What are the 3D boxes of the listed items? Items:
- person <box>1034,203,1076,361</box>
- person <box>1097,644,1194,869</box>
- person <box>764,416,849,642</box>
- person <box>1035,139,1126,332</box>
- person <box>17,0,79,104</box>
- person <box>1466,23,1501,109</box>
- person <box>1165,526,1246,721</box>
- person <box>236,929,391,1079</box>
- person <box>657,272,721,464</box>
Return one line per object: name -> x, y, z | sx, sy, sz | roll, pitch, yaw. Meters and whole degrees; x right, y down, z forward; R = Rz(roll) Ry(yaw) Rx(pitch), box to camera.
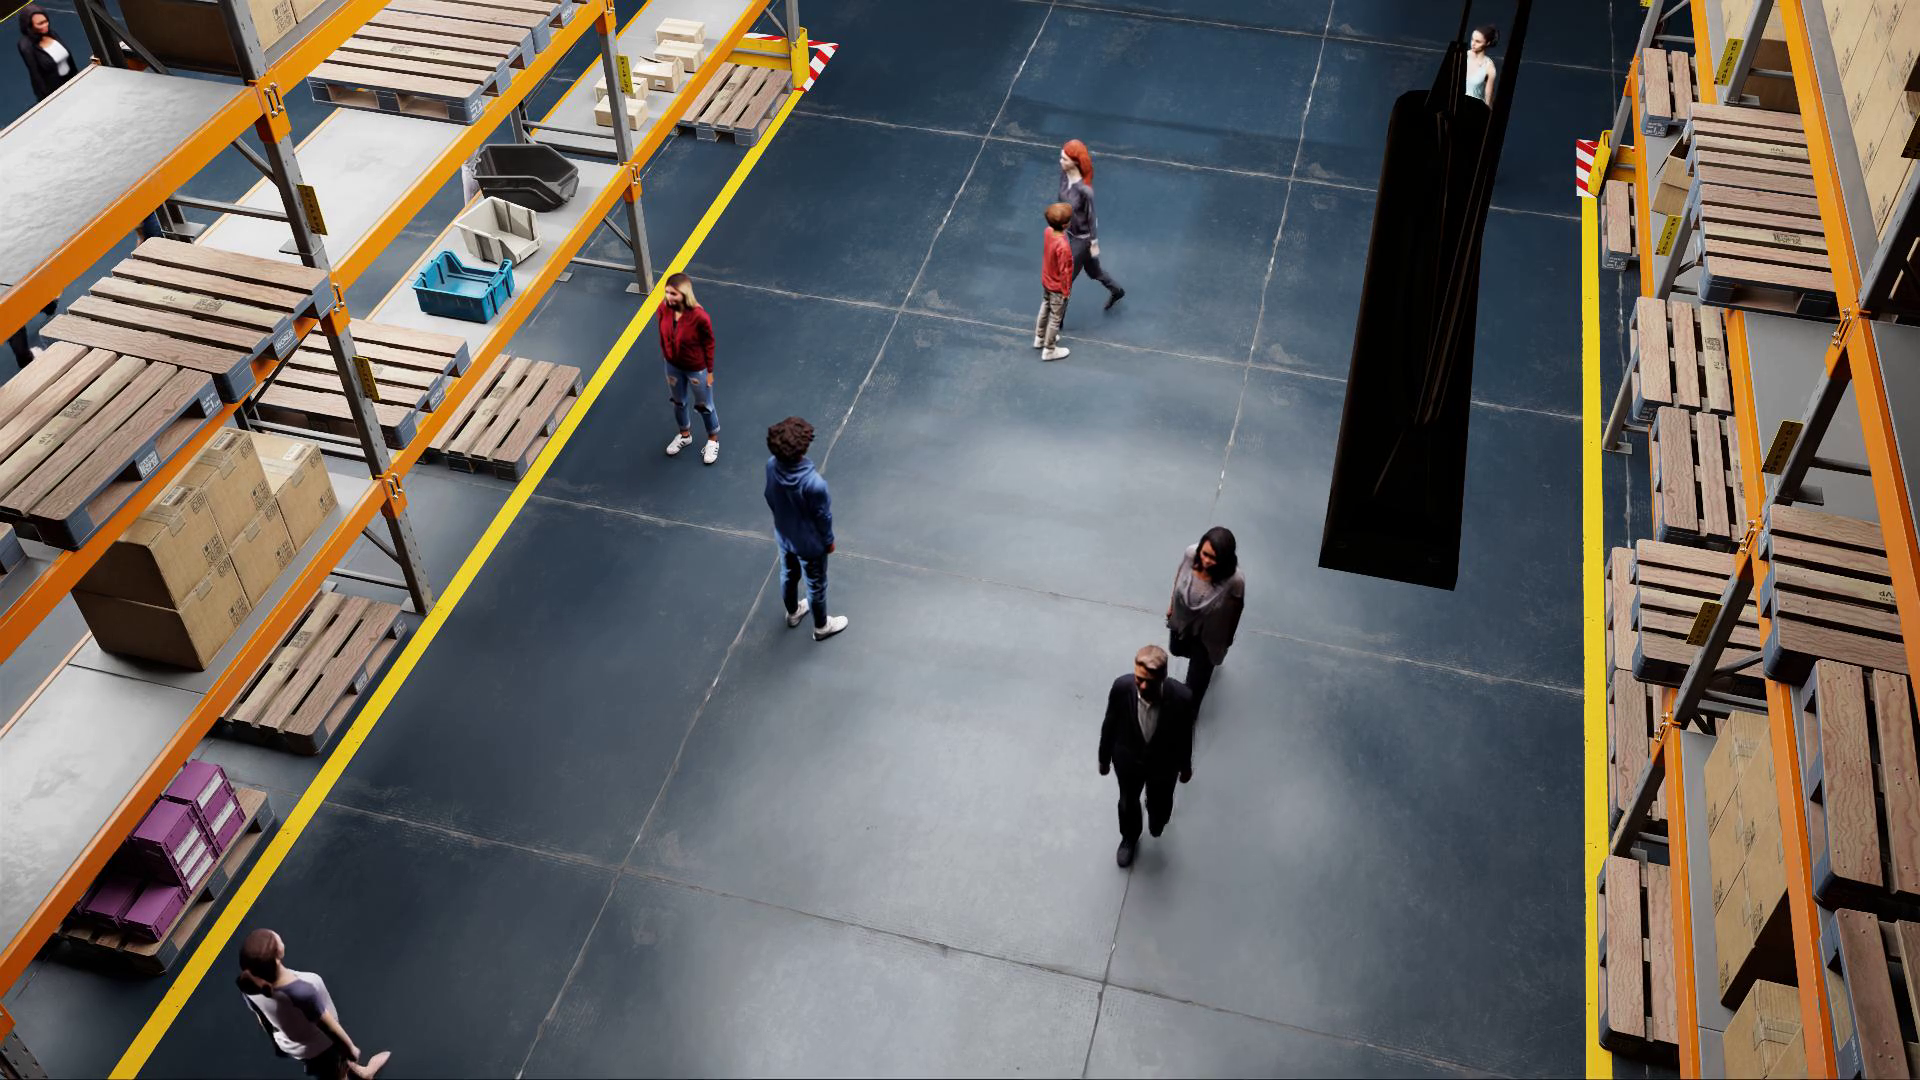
person -> 0.767, -2.099, 13.430 | 0.655, 1.414, 0.573 | -15, 46, -15
person -> 1.110, 1.195, 9.690 | 0.708, 1.802, 0.699 | 11, 45, 11
person -> -1.051, -0.070, 11.012 | 0.747, 1.811, 0.710 | 27, 50, 26
person -> 1.052, -2.490, 13.607 | 1.086, 1.736, 1.092 | -18, 46, -18
person -> -8.442, -4.218, 15.510 | 0.762, 1.612, 0.631 | 2, 44, 2
person -> 4.585, -3.828, 15.001 | 0.810, 1.750, 0.751 | -26, 49, -24
person -> 1.572, 0.470, 10.605 | 1.032, 1.591, 0.913 | -35, 53, -31
person -> -3.281, 2.565, 8.302 | 0.628, 1.734, 1.114 | 14, 45, 14
person -> -2.035, -1.304, 12.435 | 0.621, 1.635, 0.560 | 15, 46, 15
